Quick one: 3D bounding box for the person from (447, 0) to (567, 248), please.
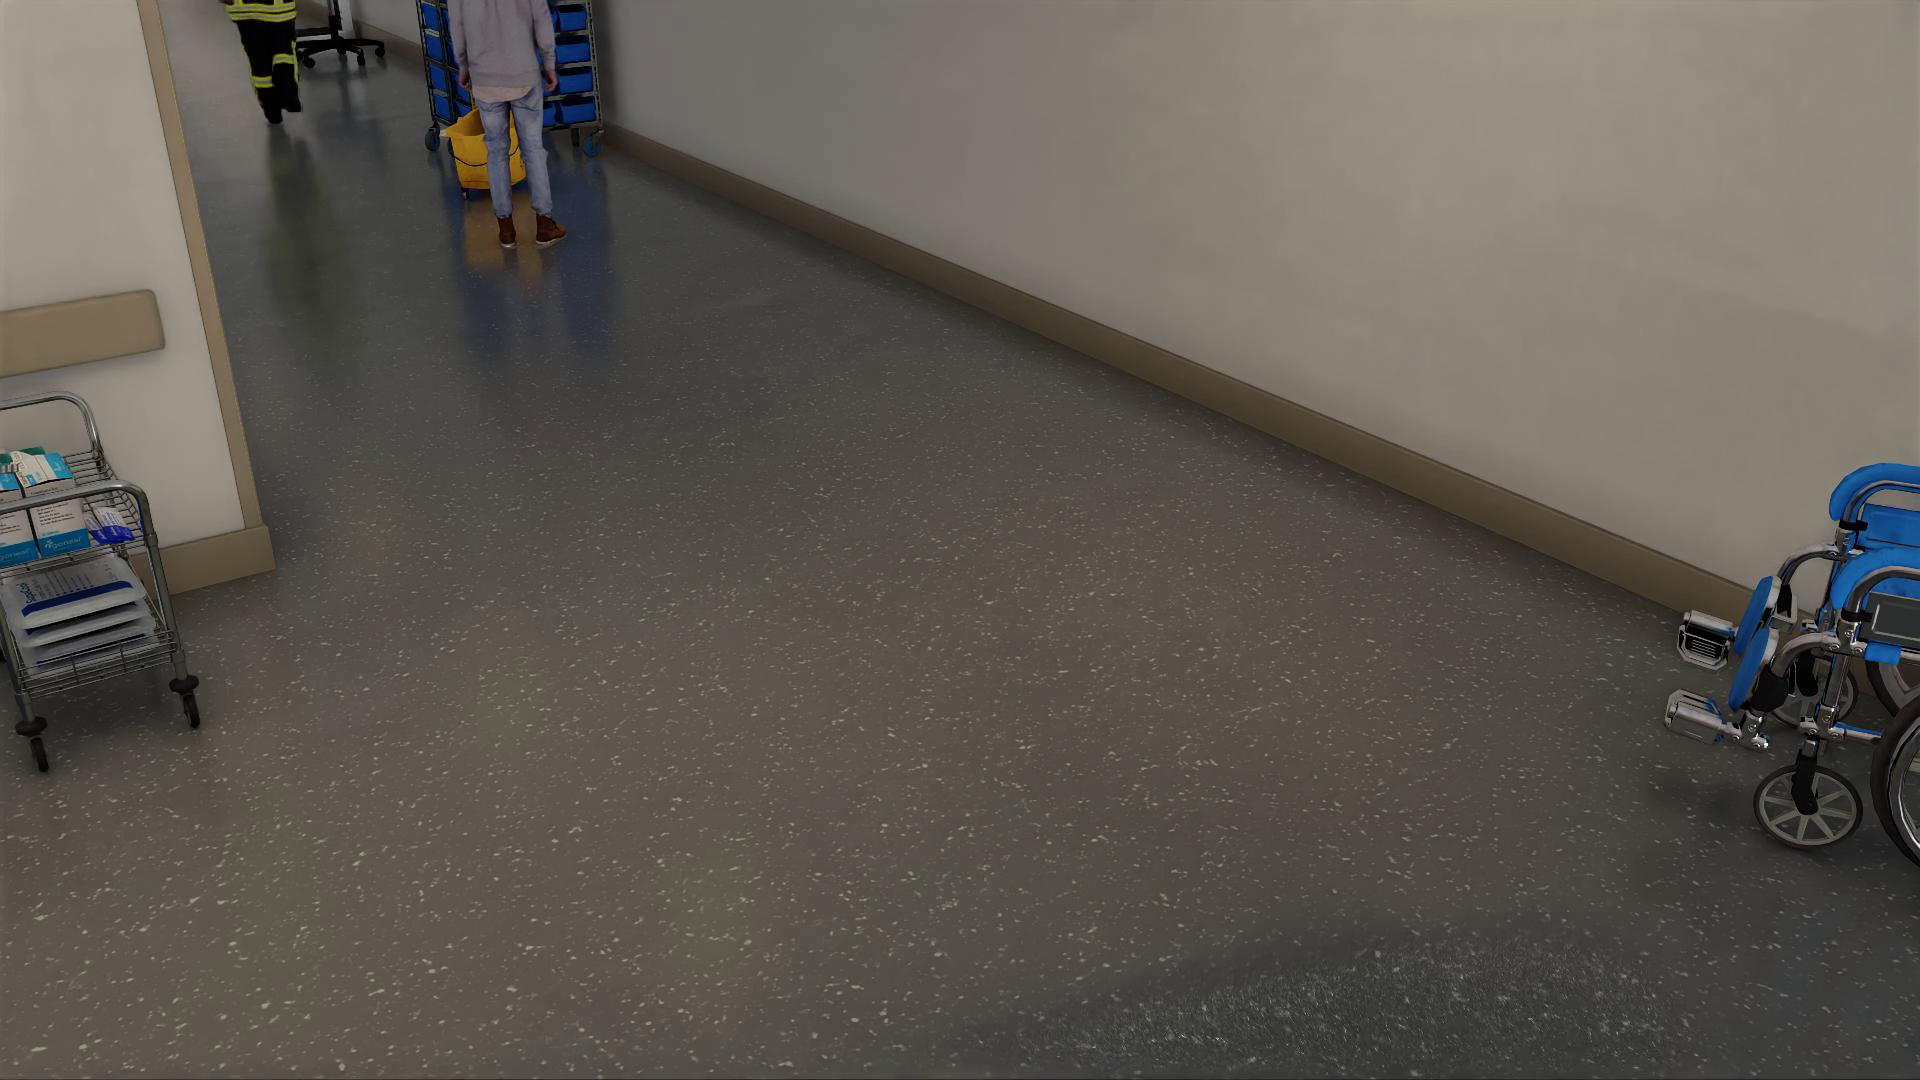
[{"bbox_3d":[-2.394,-2.480,8.761,0.689,1.839,0.823,-2,26,-4],"label":"person"}]

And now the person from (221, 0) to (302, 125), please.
[{"bbox_3d":[-4.867,-3.860,11.540,0.766,1.913,0.899,-13,28,-24],"label":"person"}]
